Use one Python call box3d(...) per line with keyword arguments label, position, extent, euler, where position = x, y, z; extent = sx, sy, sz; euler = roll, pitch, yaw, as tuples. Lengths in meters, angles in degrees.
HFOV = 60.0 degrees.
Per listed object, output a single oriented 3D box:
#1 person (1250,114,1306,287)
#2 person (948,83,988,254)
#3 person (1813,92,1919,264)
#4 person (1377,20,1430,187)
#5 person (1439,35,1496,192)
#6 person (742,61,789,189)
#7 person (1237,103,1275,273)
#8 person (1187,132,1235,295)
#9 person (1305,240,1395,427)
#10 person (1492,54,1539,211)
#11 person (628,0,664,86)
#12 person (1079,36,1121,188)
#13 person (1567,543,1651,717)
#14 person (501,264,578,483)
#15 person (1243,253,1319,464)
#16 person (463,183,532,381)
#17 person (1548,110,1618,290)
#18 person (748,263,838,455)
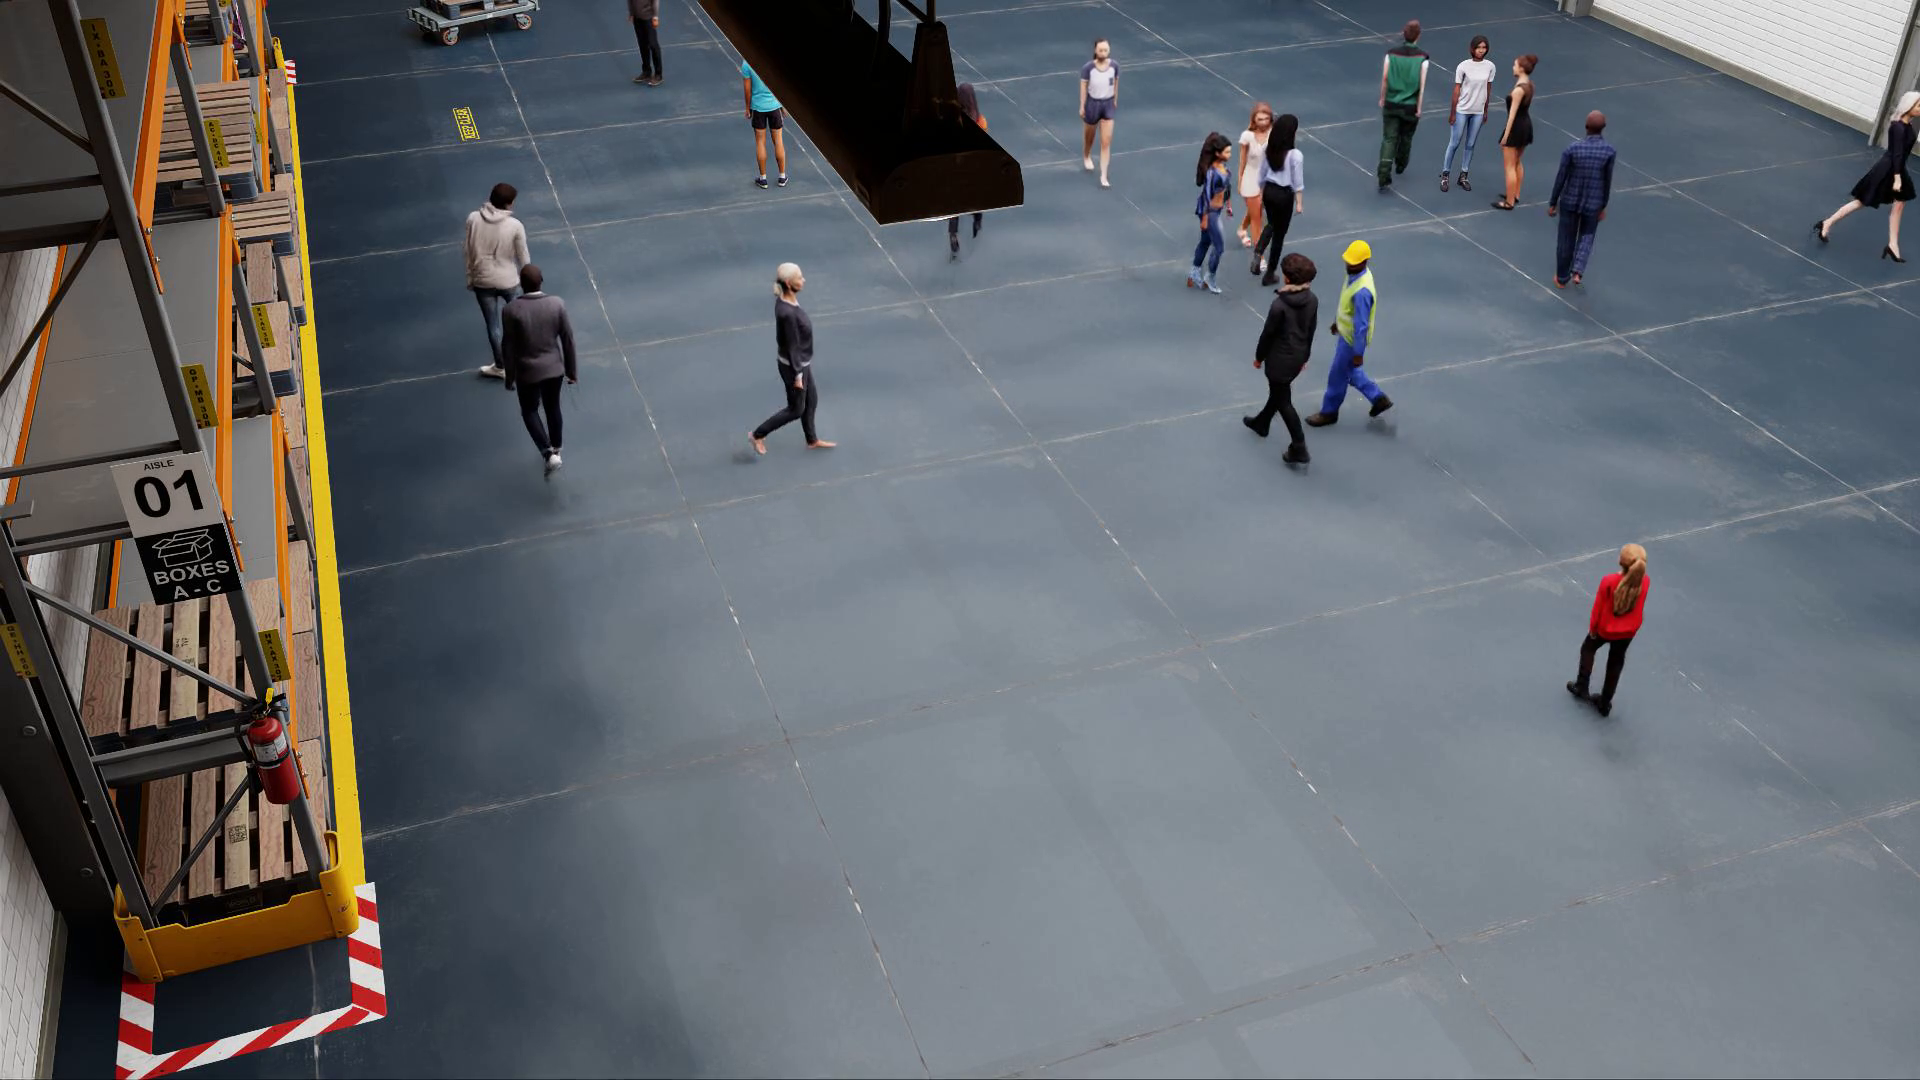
box3d(label="person", position=(3.051, -3.278, 16.233), extent=(0.817, 1.737, 0.727), euler=(-27, 42, -34))
box3d(label="person", position=(0.030, -3.760, 16.982), extent=(0.994, 1.711, 1.203), euler=(6, 34, 9))
box3d(label="person", position=(9.300, -3.681, 16.872), extent=(1.230, 1.701, 0.981), euler=(25, 41, 32))
box3d(label="person", position=(4.867, -4.794, 18.462), extent=(1.140, 1.795, 1.214), euler=(15, 36, 21))
box3d(label="person", position=(5.637, -4.733, 18.439), extent=(0.642, 1.719, 0.609), euler=(-2, 34, -3))
box3d(label="person", position=(-2.150, -4.801, 18.491), extent=(0.641, 1.775, 0.546), euler=(-7, 34, -11))
box3d(label="person", position=(2.997, -3.637, 16.860), extent=(0.772, 1.642, 1.255), euler=(-6, 34, -9))
box3d(label="person", position=(2.383, -3.192, 16.223), extent=(0.811, 1.605, 0.746), euler=(13, 36, 18))
box3d(label="person", position=(3.308, -1.687, 13.807), extent=(1.015, 1.773, 1.033), euler=(4, 34, 7))
box3d(label="person", position=(6.043, -4.422, 18.016), extent=(0.748, 1.669, 0.705), euler=(21, 39, 28))
box3d(label="person", position=(-4.062, -6.796, 21.498), extent=(0.778, 1.768, 0.666), euler=(-4, 34, -6))
box3d(label="person", position=(1.541, -4.848, 18.716), extent=(0.752, 1.604, 1.090), euler=(-6, 34, -9))
box3d(label="person", position=(4.276, 0.605, 10.814), extent=(0.586, 1.270, 0.650), euler=(2, 34, 2))
box3d(label="person", position=(-3.315, -1.291, 13.184), extent=(0.786, 1.803, 0.927), euler=(-14, 36, -20))
box3d(label="person", position=(2.684, -1.434, 13.448), extent=(0.805, 1.750, 1.171), euler=(-21, 39, -28))
box3d(label="person", position=(-4.112, -2.242, 14.610), extent=(0.852, 1.810, 0.664), euler=(-15, 36, -21))
box3d(label="person", position=(6.044, -3.252, 16.129), extent=(0.811, 1.810, 0.828), euler=(5, 34, 8))
box3d(label="person", position=(-1.423, -1.435, 13.492), extent=(0.789, 1.704, 0.948), euler=(-6, 34, -8))
